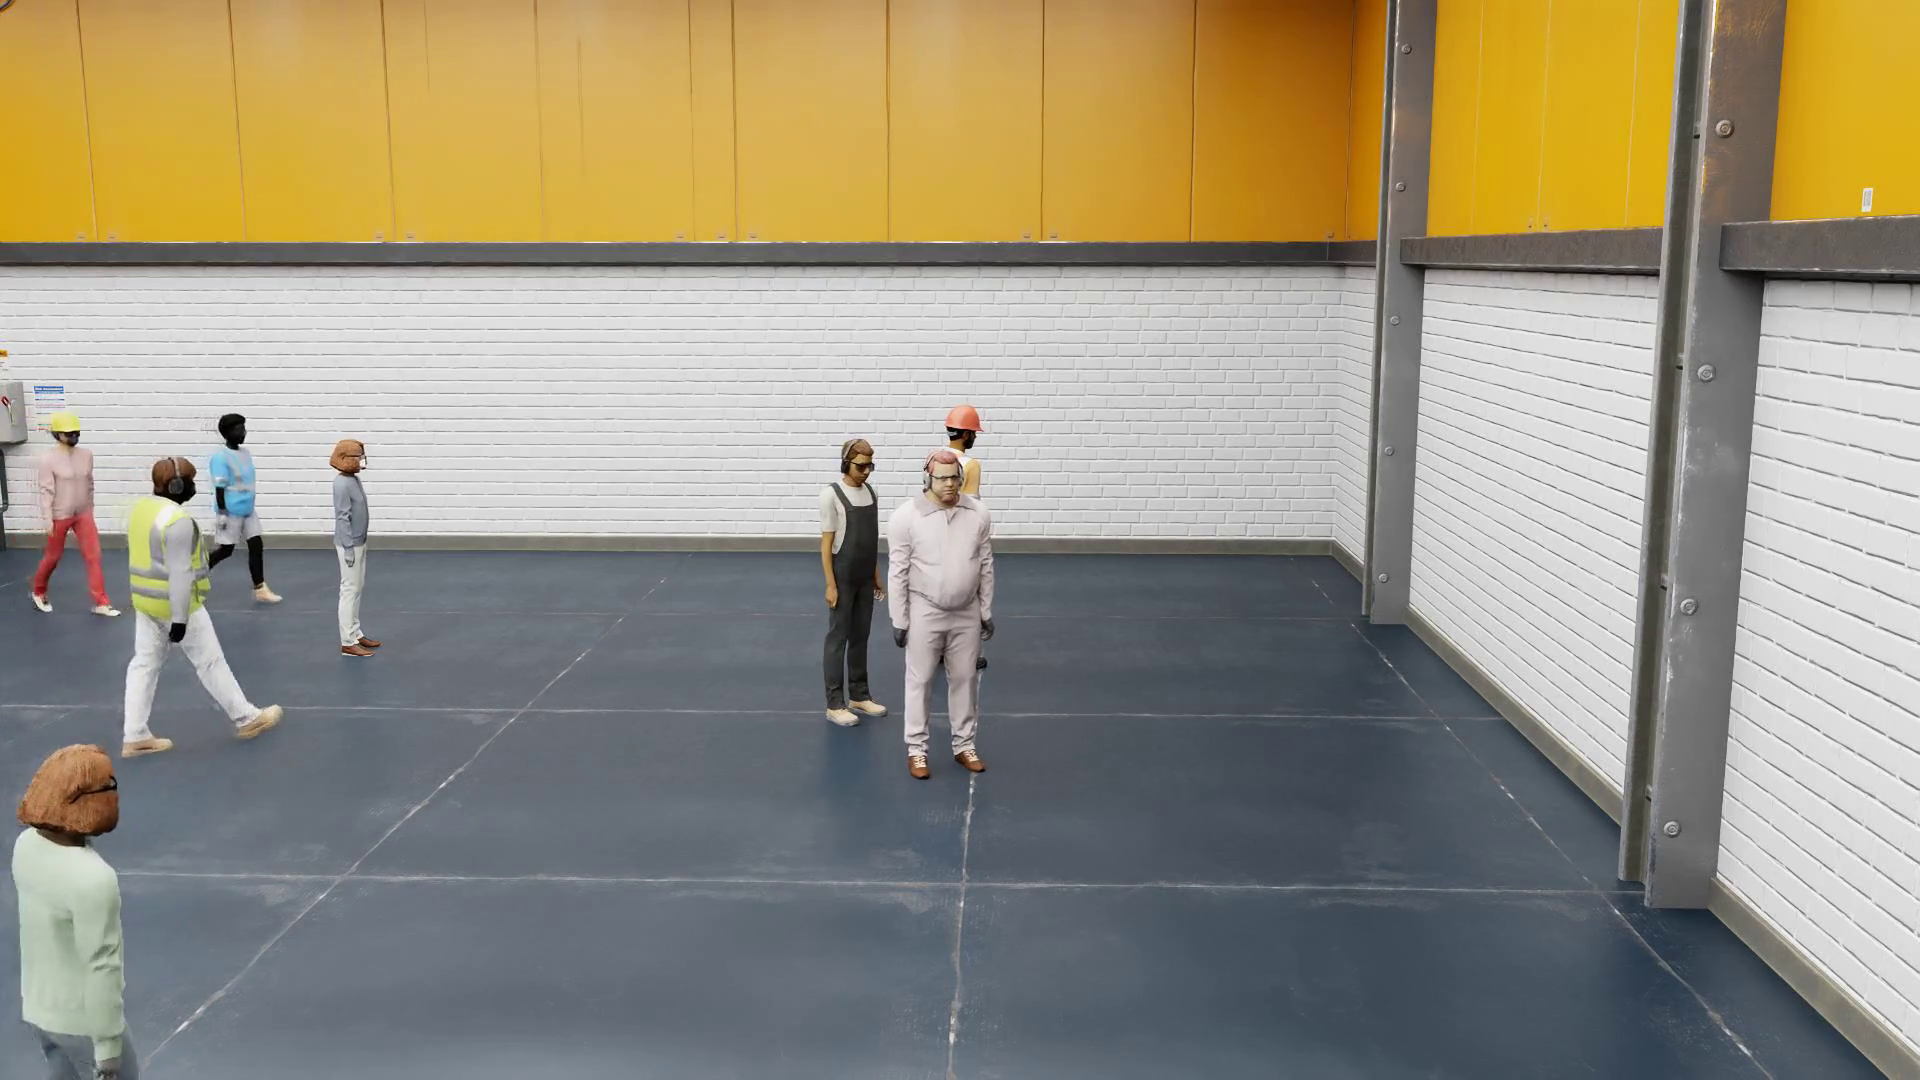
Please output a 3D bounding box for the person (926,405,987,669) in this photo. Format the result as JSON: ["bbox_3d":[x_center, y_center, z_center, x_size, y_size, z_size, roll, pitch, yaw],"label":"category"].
[{"bbox_3d":[-0.004,-0.016,12.066,0.380,1.929,0.539,-8,13,-39],"label":"person"}]

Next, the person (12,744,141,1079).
[{"bbox_3d":[-2.587,1.387,4.757,0.506,1.615,0.549,7,12,35],"label":"person"}]

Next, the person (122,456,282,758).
[{"bbox_3d":[-4.692,0.385,10.104,0.647,1.795,0.947,8,12,38],"label":"person"}]

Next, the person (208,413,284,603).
[{"bbox_3d":[-6.287,-0.264,14.273,0.756,1.675,0.537,1,10,7],"label":"person"}]

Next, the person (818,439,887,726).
[{"bbox_3d":[-0.683,0.261,10.702,0.345,1.840,0.504,8,12,38],"label":"person"}]

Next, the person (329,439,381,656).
[{"bbox_3d":[-4.566,0.051,12.529,0.272,1.632,0.507,-1,10,-9],"label":"person"}]

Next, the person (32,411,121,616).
[{"bbox_3d":[-7.481,-0.222,13.873,0.886,1.729,0.535,5,11,25],"label":"person"}]

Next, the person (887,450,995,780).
[{"bbox_3d":[-0.093,0.426,9.570,0.643,1.903,0.402,-4,11,-23],"label":"person"}]
